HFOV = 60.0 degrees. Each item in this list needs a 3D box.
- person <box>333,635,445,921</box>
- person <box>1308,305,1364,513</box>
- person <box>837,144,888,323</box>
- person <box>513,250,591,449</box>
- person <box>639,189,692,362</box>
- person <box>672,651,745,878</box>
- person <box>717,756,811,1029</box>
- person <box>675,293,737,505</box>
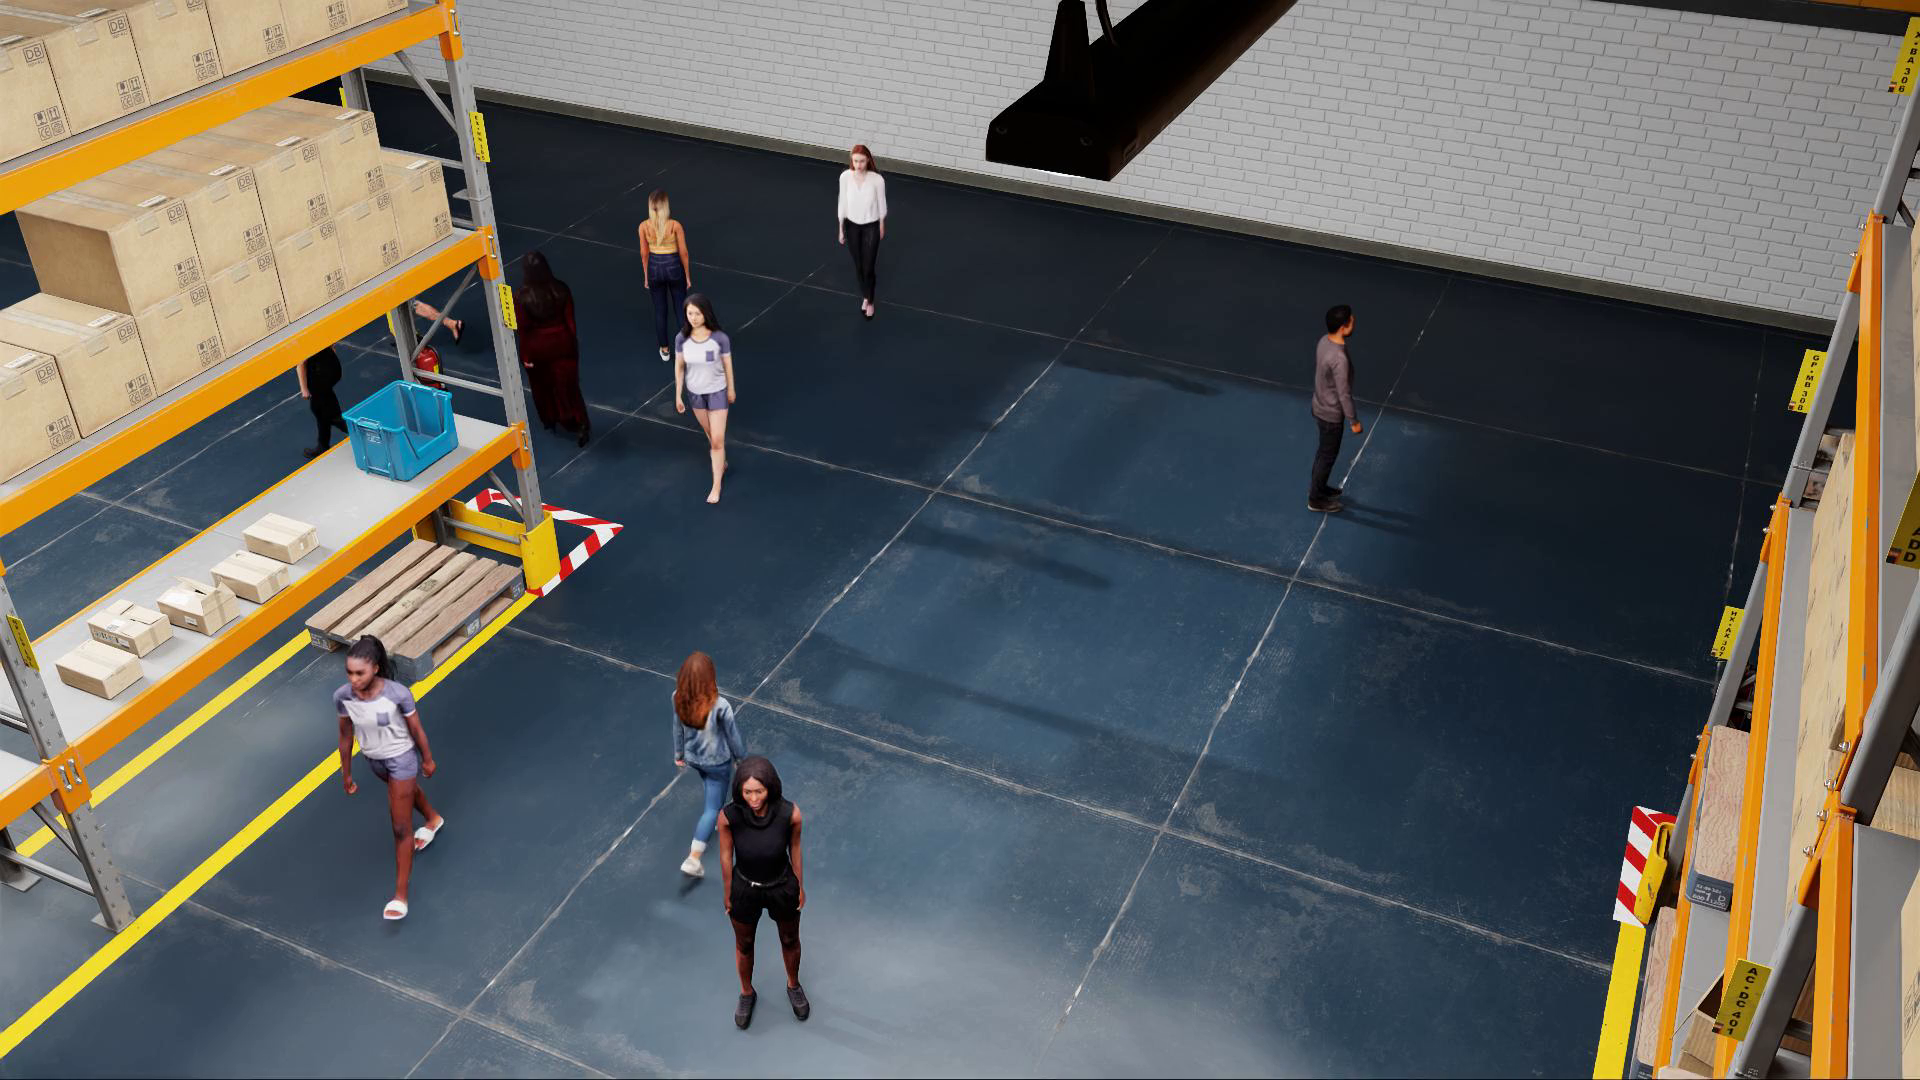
[{"bbox_3d":[-3.260,1.238,9.657,0.855,1.672,1.239,4,34,6],"label":"person"},{"bbox_3d":[2.843,-1.008,12.954,0.824,1.763,0.691,27,42,34],"label":"person"},{"bbox_3d":[-0.916,-2.987,15.950,0.675,1.742,0.723,7,34,11],"label":"person"},{"bbox_3d":[-3.369,-1.533,13.771,1.077,1.733,1.071,-18,37,-24],"label":"person"},{"bbox_3d":[-2.684,-2.419,15.200,0.649,1.627,0.649,-2,34,-3],"label":"person"},{"bbox_3d":[-1.511,1.319,9.734,0.579,1.452,0.955,14,36,20],"label":"person"},{"bbox_3d":[-1.023,1.833,8.700,0.678,1.741,0.702,-5,34,-8],"label":"person"},{"bbox_3d":[-1.997,-1.223,13.355,0.756,1.677,0.987,6,34,8],"label":"person"}]
